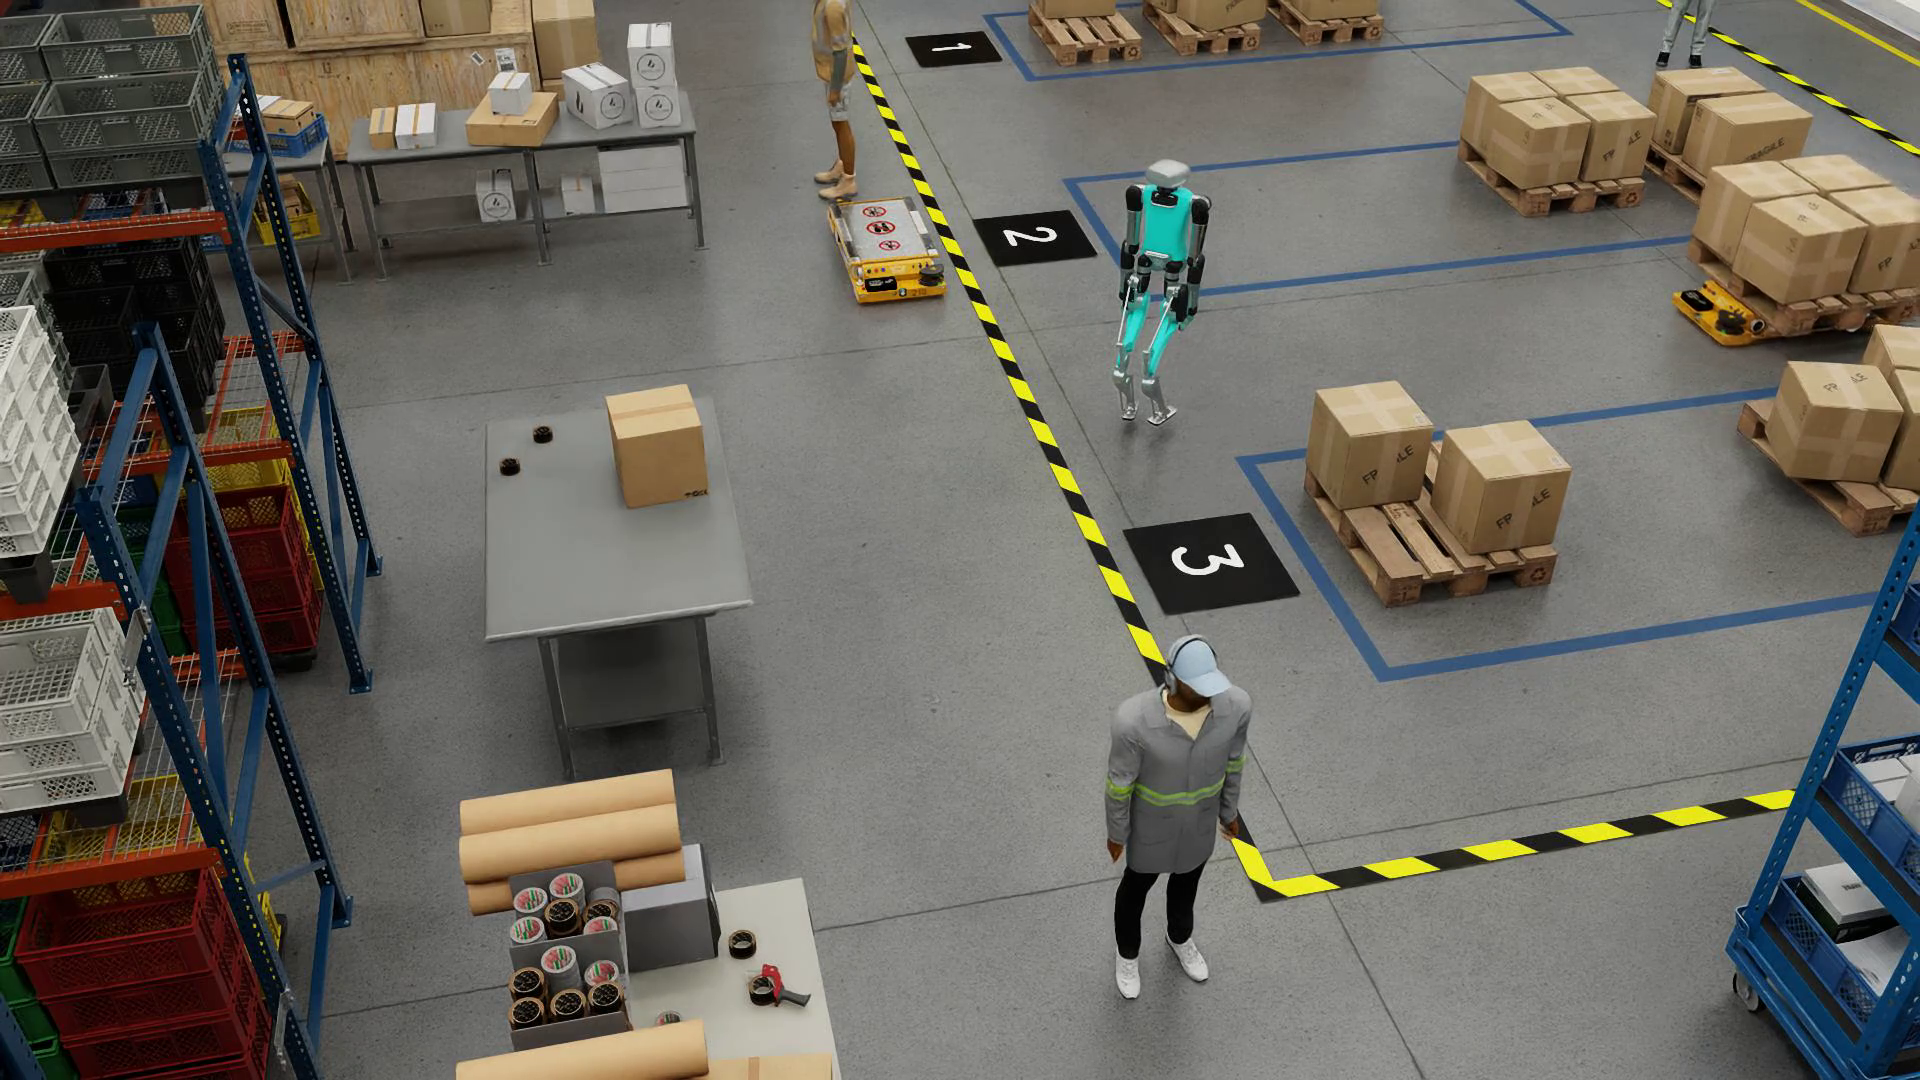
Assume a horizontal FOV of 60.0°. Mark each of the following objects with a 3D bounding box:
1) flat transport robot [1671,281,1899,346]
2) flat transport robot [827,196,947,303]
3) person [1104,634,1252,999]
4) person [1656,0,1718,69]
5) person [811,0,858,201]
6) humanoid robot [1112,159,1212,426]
[{"bbox_3d":[5.887,-1.693,11.806,1.431,0.197,0.652,-8,37,-10],"label":"flat transport robot"},{"bbox_3d":[-0.570,-2.220,12.538,0.659,0.231,1.431,-8,37,-10],"label":"flat transport robot"},{"bbox_3d":[0.865,1.121,6.719,0.594,1.852,0.366,-10,38,-13],"label":"person"},{"bbox_3d":[6.875,-5.266,15.329,0.588,1.822,0.403,10,38,13],"label":"person"},{"bbox_3d":[-1.009,-3.658,12.989,0.391,2.039,0.606,-4,37,-5],"label":"person"},{"bbox_3d":[1.140,-1.430,10.133,0.533,1.676,0.735,17,40,22],"label":"humanoid robot"}]
